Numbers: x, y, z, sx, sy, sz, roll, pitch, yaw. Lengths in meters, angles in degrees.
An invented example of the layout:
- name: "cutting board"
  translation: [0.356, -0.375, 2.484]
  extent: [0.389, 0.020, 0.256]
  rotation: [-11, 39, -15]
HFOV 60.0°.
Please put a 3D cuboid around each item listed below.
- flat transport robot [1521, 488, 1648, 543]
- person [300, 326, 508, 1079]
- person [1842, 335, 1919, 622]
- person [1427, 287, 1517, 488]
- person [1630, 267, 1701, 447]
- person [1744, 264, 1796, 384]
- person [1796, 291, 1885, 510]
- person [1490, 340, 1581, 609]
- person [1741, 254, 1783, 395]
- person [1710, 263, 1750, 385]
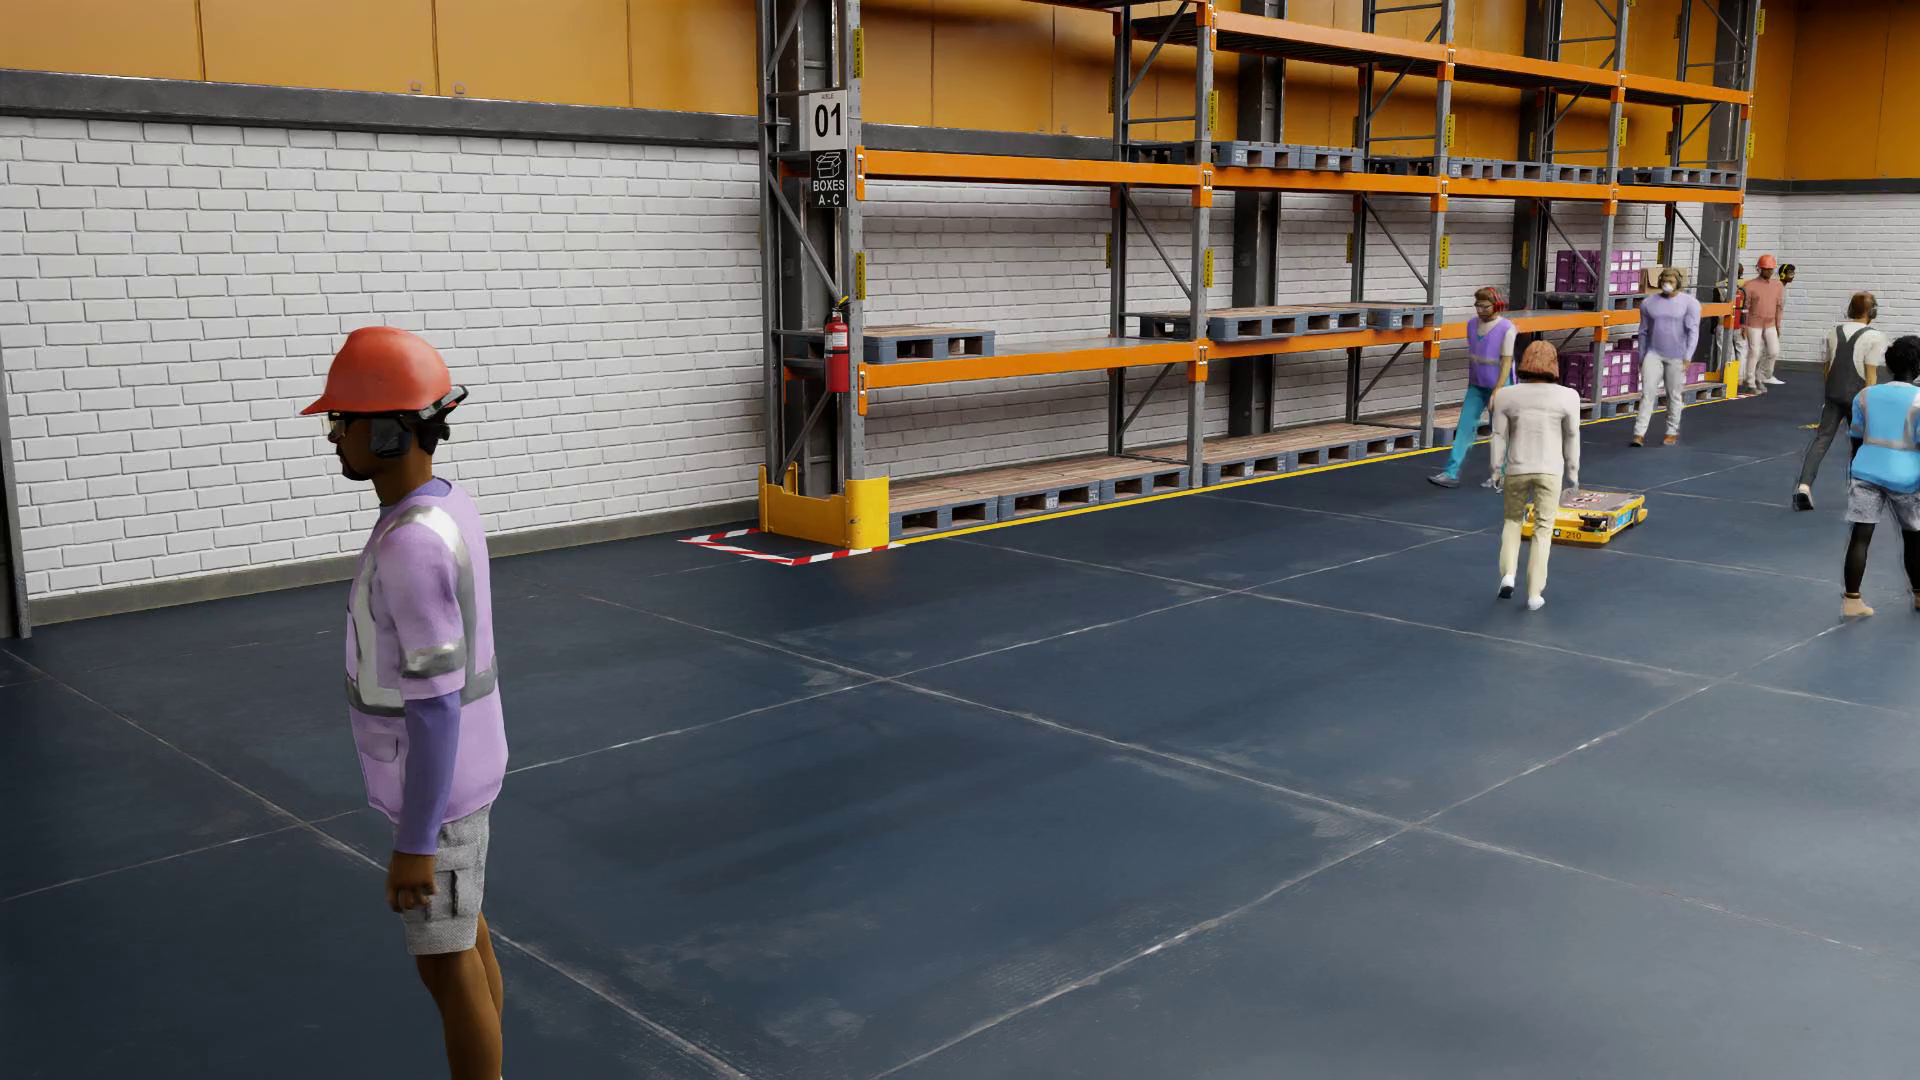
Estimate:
- name: "flat transport robot"
  translation: [4.744, -0.202, 12.675]
  extent: [0.652, 0.197, 1.431]
  rotation: [7, 13, 34]
- name: "person"
  translation: [-1.221, 0.547, 3.753]
  extent: [0.387, 2.045, 0.605]
  rotation: [-2, 11, -12]
- name: "person"
  translation: [5.507, -0.362, 9.730]
  extent: [0.819, 1.655, 0.553]
  rotation: [-7, 12, -32]
- name: "person"
  translation: [4.545, -1.318, 14.603]
  extent: [0.911, 1.787, 0.644]
  rotation: [-5, 11, -25]
- name: "person"
  translation: [7.486, -1.927, 17.639]
  extent: [0.647, 1.910, 0.762]
  rotation: [8, 13, 37]
- name: "person"
  translation: [12.258, -3.283, 25.271]
  extent: [0.699, 1.825, 0.550]
  rotation: [7, 13, 35]
- name: "person"
  translation: [7.221, -1.134, 13.620]
  extent: [0.954, 1.808, 0.522]
  rotation: [-6, 12, -31]
- name: "person"
  translation: [3.468, -0.392, 10.047]
  extent: [0.508, 1.622, 0.368]
  rotation: [5, 12, 27]
- name: "person"
  translation: [11.257, -3.016, 23.362]
  extent: [0.646, 1.973, 0.442]
  rotation: [-1, 10, -7]
- name: "person"
  translation: [11.582, -3.242, 24.967]
  extent: [0.624, 1.844, 0.430]
  rotation: [2, 11, 10]
